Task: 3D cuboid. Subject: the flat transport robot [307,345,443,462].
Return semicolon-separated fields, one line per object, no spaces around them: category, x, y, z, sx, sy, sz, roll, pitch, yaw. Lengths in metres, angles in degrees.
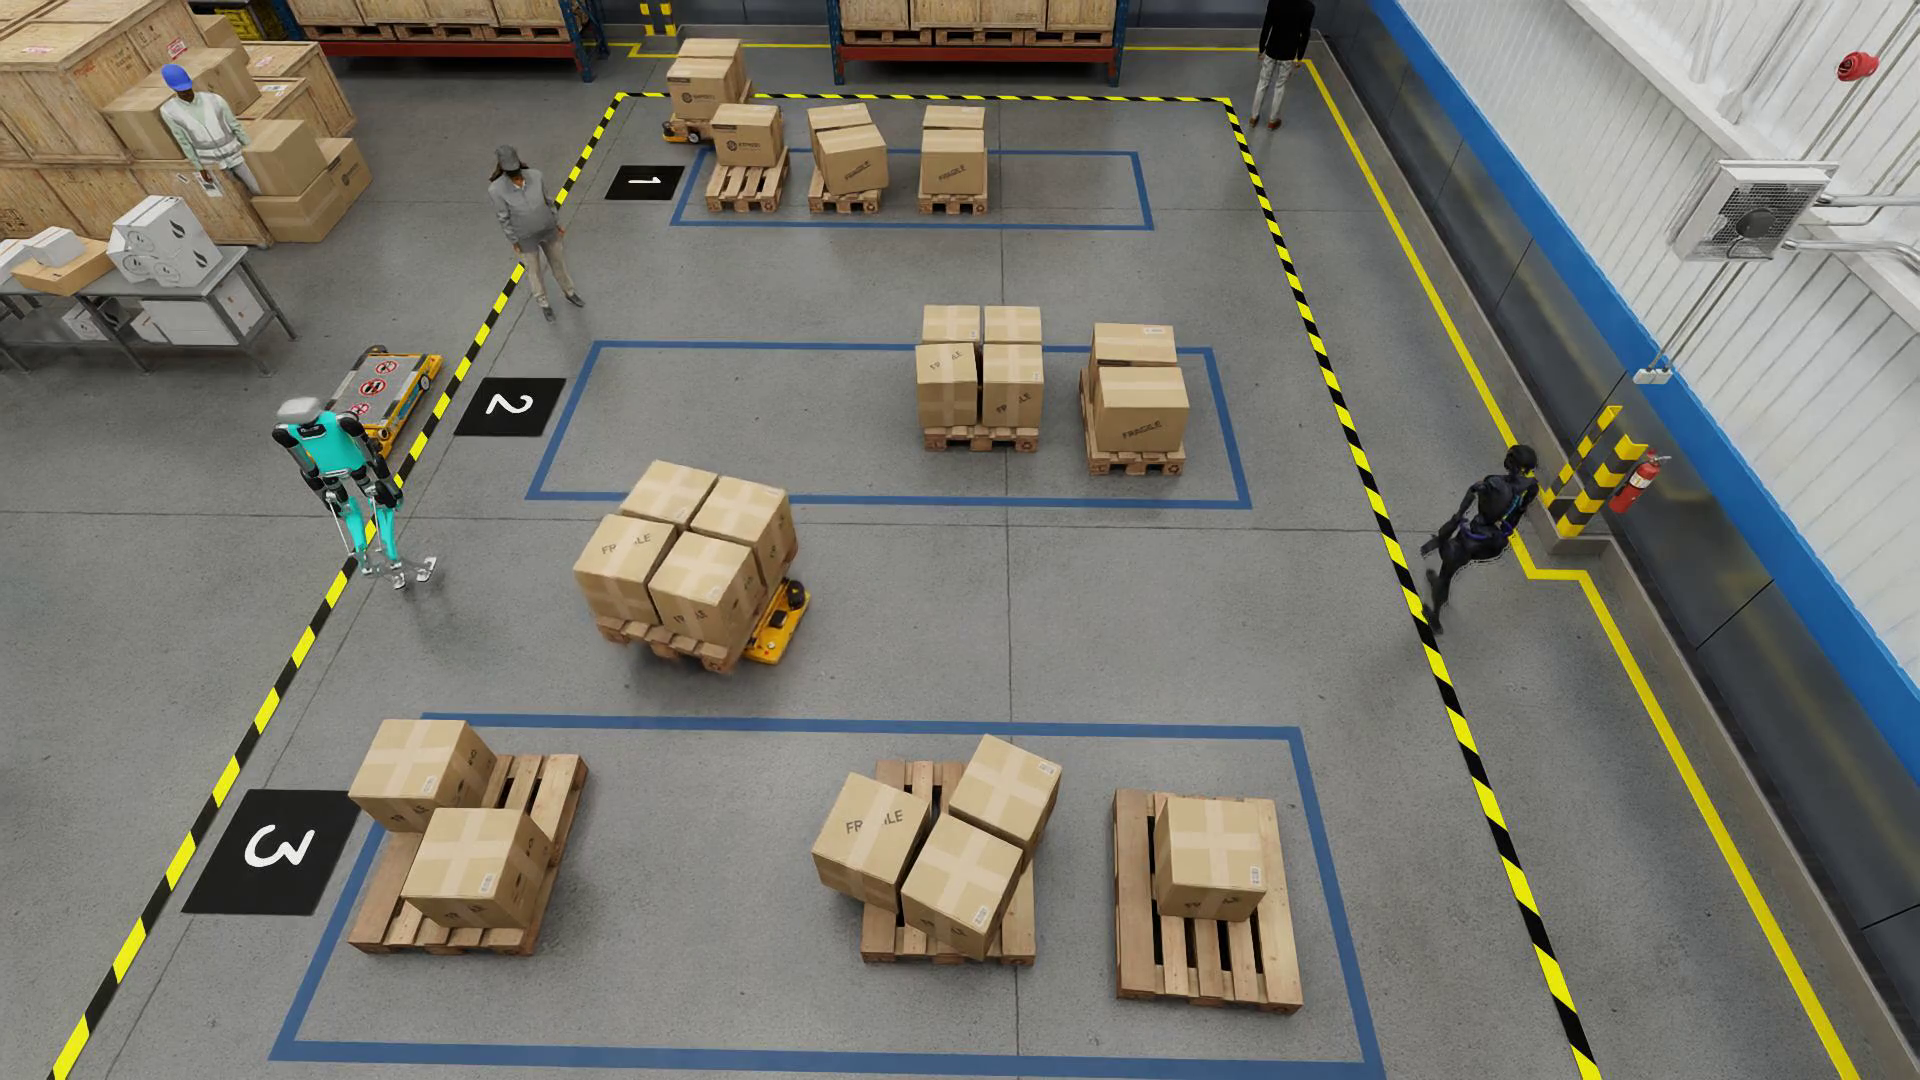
flat transport robot;-5.383;-1.269;8.441;0.659;0.231;1.431;1;50;1

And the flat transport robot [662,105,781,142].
flat transport robot;-3.106;-5.442;11.953;1.431;0.197;0.652;1;50;1

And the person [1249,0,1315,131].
person;4.030;-6.121;11.488;0.590;1.883;0.369;24;54;19

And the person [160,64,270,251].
person;-7.748;-4.020;9.677;0.602;1.939;0.412;-32;57;-24

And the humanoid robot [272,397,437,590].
humanoid robot;-4.277;-0.197;6.487;0.533;1.672;0.735;-11;51;-9

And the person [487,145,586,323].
person;-4.139;-2.989;8.915;0.400;1.764;0.561;37;59;27

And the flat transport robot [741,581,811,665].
flat transport robot;-1.928;0.461;6.959;1.431;0.197;0.652;14;51;11

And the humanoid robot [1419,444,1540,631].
humanoid robot;3.602;-0.053;6.499;0.609;1.638;0.604;-7;50;-6
